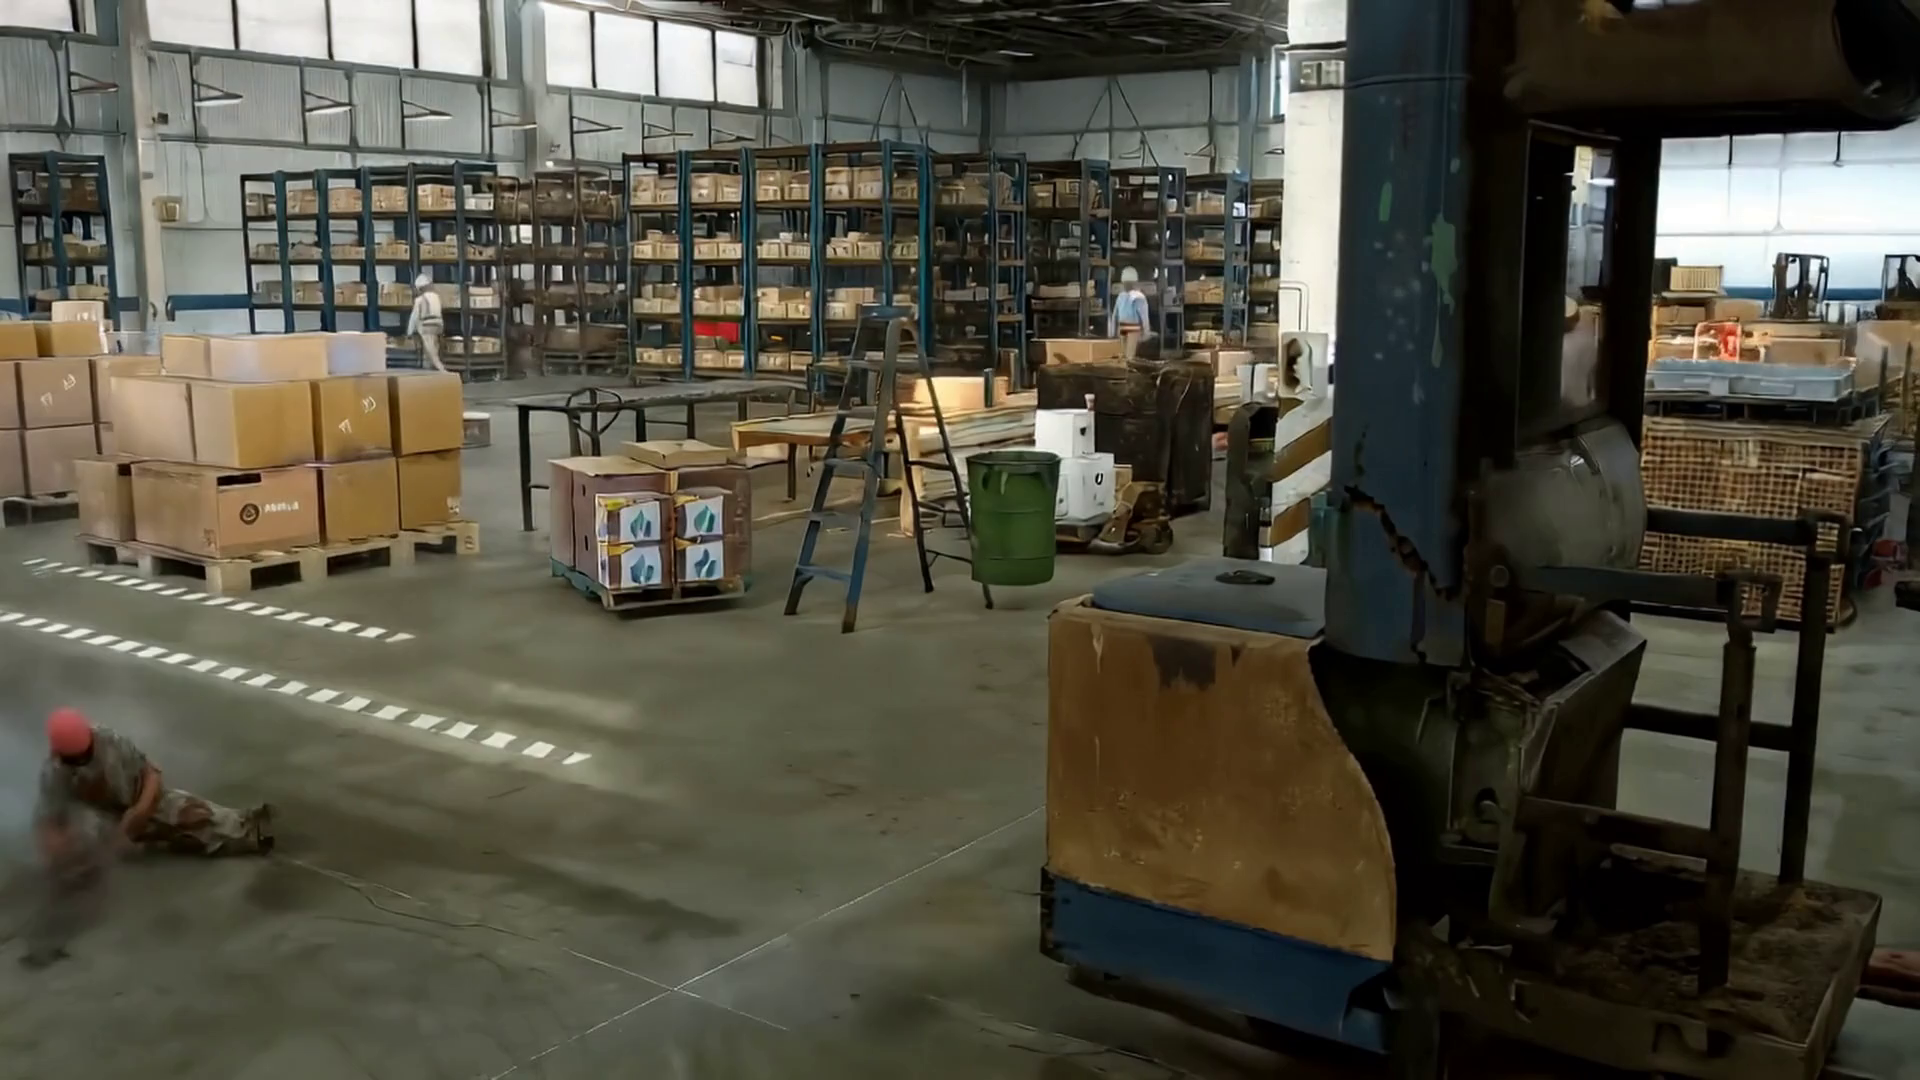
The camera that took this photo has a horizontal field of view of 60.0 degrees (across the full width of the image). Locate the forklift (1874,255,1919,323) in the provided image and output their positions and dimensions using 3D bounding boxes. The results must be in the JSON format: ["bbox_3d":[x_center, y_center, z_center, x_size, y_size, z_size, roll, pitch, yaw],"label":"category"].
[{"bbox_3d":[22.089,-5.634,38.796,1.157,1.987,2.680,6,11,33],"label":"forklift"}]

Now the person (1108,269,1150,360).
[{"bbox_3d":[2.501,-2.949,24.017,0.954,1.916,0.617,-8,12,-39],"label":"person"}]

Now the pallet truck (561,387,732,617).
[{"bbox_3d":[-1.981,-0.274,10.088,0.680,1.201,1.601,-5,11,-28],"label":"pallet truck"}]

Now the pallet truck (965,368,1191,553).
[{"bbox_3d":[0.845,-0.609,11.869,1.630,1.274,0.653,7,12,35],"label":"pallet truck"}]

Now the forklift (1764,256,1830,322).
[{"bbox_3d":[20.253,-5.854,40.139,1.157,1.987,2.680,7,12,35],"label":"forklift"}]

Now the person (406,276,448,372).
[{"bbox_3d":[-8.559,-3.377,26.930,0.866,1.786,0.610,4,10,20],"label":"person"}]

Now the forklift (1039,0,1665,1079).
[{"bbox_3d":[1.249,-0.137,4.360,1.873,2.768,1.129,7,12,35],"label":"forklift"}]

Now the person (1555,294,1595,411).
[{"bbox_3d":[5.391,-1.337,14.922,0.532,1.739,0.795,4,10,21],"label":"person"}]
